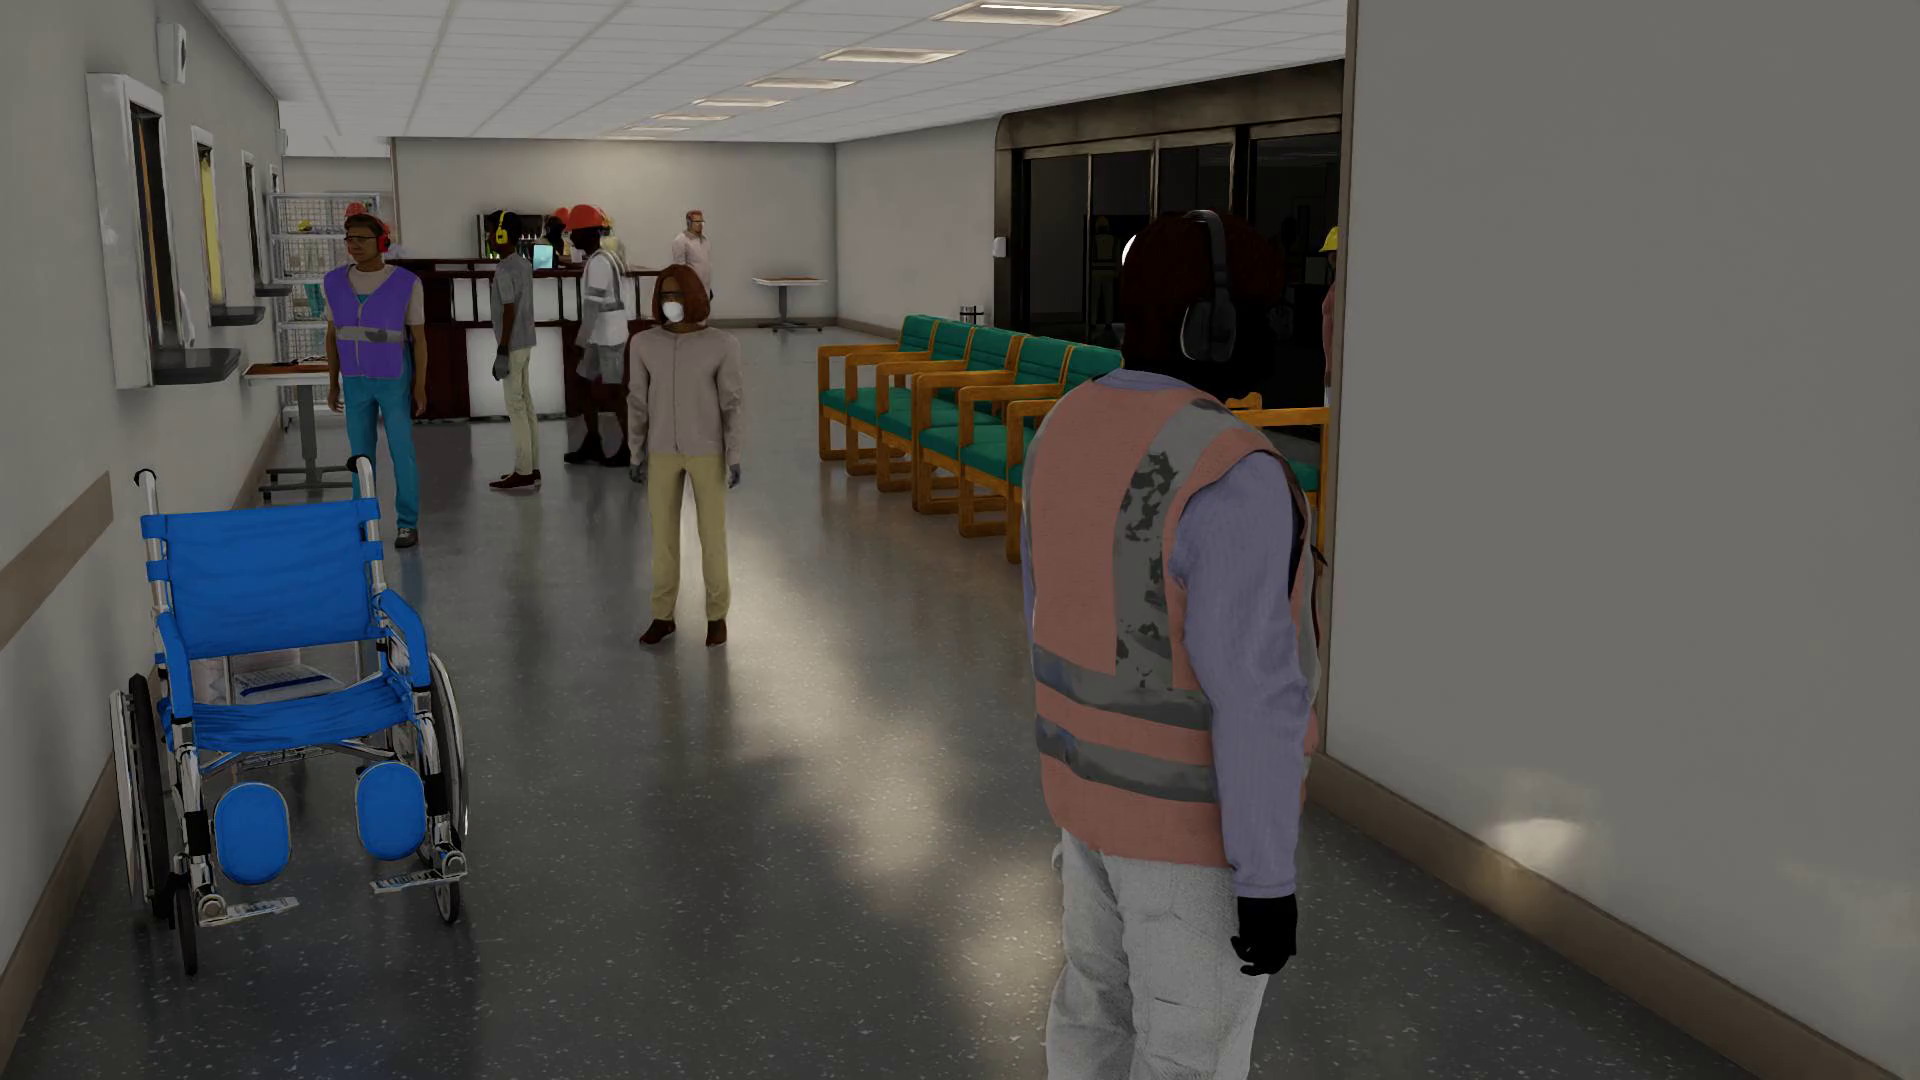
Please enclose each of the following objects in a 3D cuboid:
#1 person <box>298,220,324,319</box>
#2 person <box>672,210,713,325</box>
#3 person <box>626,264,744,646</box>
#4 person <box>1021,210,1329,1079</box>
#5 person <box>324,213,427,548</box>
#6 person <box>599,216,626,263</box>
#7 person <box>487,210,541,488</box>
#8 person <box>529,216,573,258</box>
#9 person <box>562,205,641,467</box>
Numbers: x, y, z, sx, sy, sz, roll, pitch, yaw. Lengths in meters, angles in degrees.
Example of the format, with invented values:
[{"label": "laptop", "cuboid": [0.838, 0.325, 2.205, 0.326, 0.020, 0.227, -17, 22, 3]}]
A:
[{"label": "person", "cuboid": [-10.854, -4.439, 27.735, 0.321, 1.765, 0.533, 1, 11, 5]}, {"label": "person", "cuboid": [-3.292, -3.151, 20.760, 0.403, 1.904, 0.651, 6, 12, 27]}, {"label": "person", "cuboid": [-1.173, -0.353, 7.105, 0.507, 1.632, 0.265, 1, 11, 7]}, {"label": "person", "cuboid": [0.337, 0.424, 2.585, 0.429, 1.840, 0.633, -5, 12, -24]}, {"label": "person", "cuboid": [-3.228, -0.876, 9.241, 0.564, 1.847, 0.396, 1, 11, 6]}, {"label": "person", "cuboid": [-5.176, -3.810, 24.331, 0.601, 1.831, 0.404, -6, 13, -29]}, {"label": "person", "cuboid": [-3.046, -1.284, 11.276, 0.328, 1.872, 0.513, 0, 11, 1]}, {"label": "person", "cuboid": [-4.993, -3.077, 20.576, 0.430, 1.838, 0.625, 10, 15, 42]}, {"label": "person", "cuboid": [-2.681, -1.469, 12.126, 0.701, 1.909, 0.573, -3, 12, -17]}]
